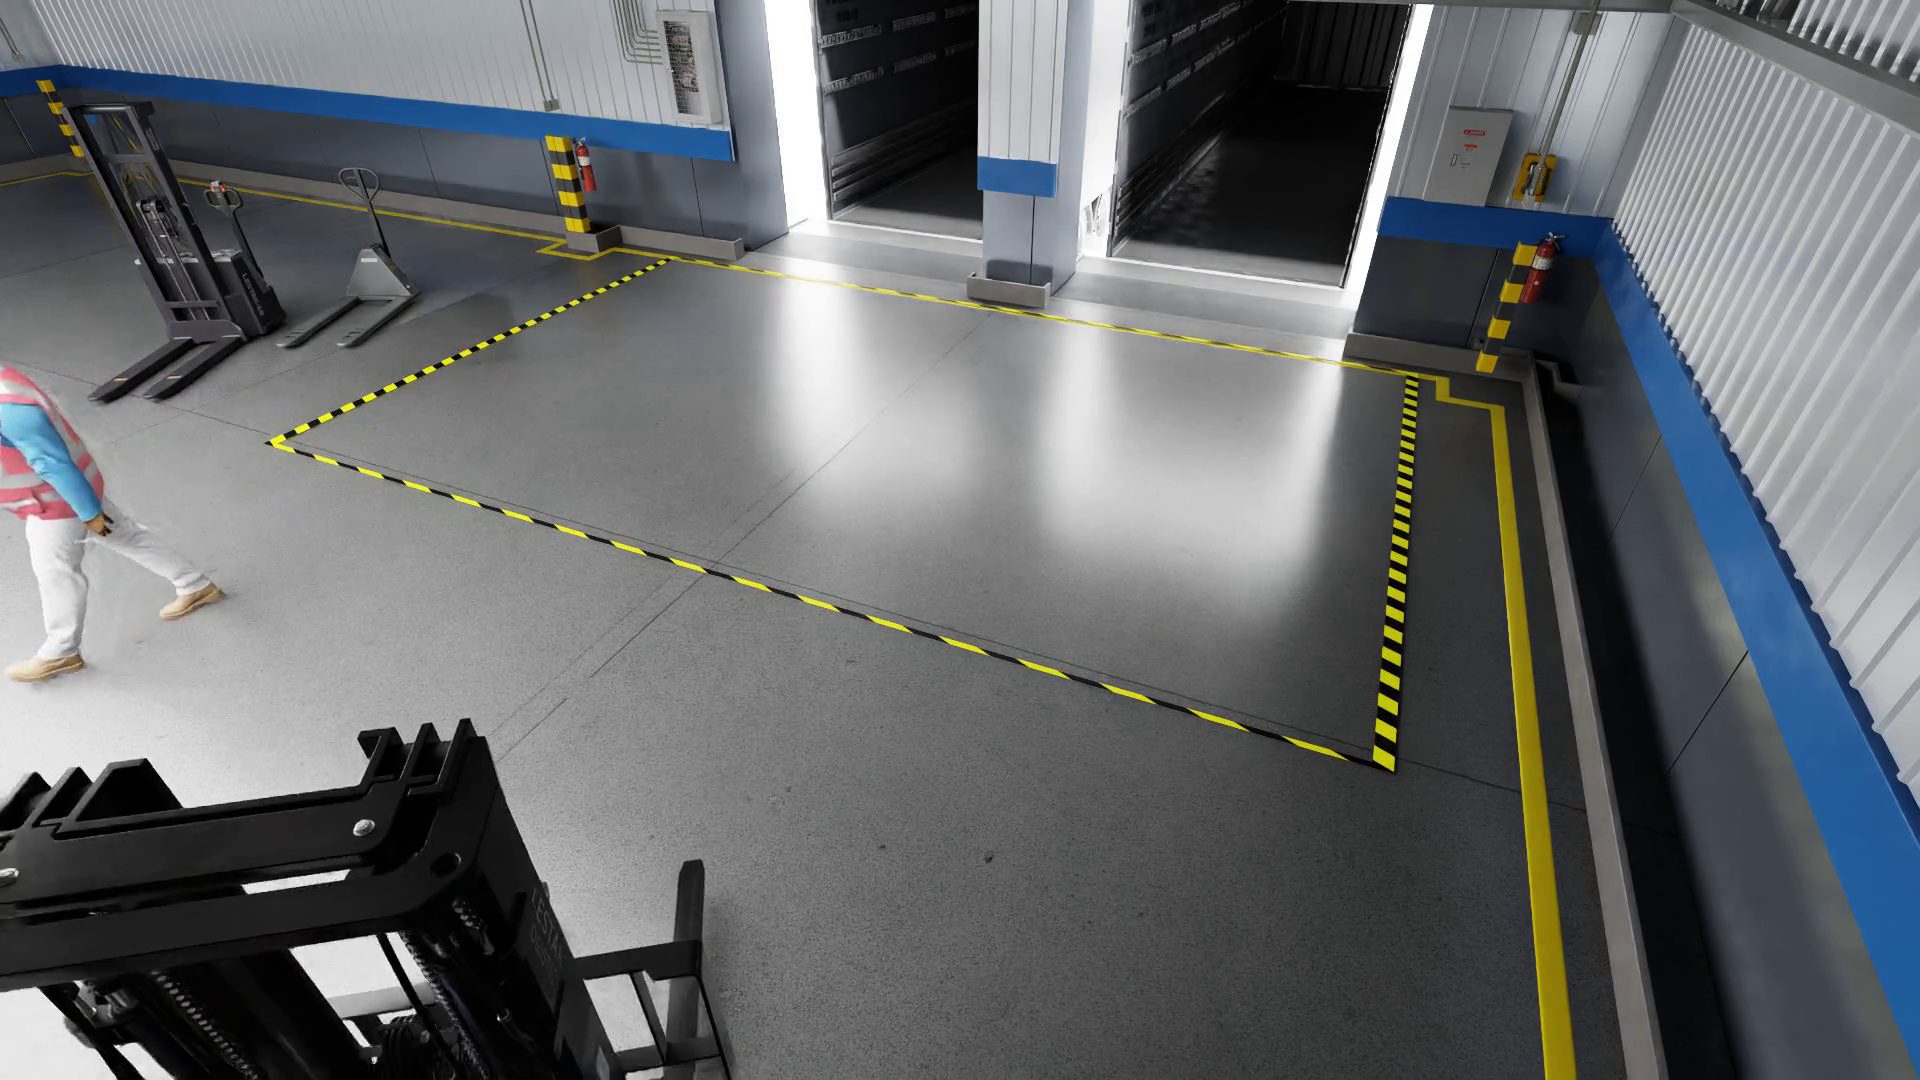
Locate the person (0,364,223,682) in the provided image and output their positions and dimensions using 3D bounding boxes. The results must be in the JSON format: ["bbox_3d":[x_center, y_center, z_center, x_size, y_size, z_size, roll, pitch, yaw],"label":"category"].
[{"bbox_3d":[-4.526,-0.192,4.466,0.653,1.788,0.944,27,43,33],"label":"person"}]

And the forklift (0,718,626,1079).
[{"bbox_3d":[-0.927,1.822,1.103,1.157,2.036,2.680,-6,35,-8],"label":"forklift"}]

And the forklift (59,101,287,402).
[{"bbox_3d":[-6.686,-2.387,7.434,0.823,1.965,1.885,-3,35,-5],"label":"forklift"}]

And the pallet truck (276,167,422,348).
[{"bbox_3d":[-5.732,-2.611,8.414,0.680,1.201,1.601,-1,35,-1],"label":"pallet truck"}]
